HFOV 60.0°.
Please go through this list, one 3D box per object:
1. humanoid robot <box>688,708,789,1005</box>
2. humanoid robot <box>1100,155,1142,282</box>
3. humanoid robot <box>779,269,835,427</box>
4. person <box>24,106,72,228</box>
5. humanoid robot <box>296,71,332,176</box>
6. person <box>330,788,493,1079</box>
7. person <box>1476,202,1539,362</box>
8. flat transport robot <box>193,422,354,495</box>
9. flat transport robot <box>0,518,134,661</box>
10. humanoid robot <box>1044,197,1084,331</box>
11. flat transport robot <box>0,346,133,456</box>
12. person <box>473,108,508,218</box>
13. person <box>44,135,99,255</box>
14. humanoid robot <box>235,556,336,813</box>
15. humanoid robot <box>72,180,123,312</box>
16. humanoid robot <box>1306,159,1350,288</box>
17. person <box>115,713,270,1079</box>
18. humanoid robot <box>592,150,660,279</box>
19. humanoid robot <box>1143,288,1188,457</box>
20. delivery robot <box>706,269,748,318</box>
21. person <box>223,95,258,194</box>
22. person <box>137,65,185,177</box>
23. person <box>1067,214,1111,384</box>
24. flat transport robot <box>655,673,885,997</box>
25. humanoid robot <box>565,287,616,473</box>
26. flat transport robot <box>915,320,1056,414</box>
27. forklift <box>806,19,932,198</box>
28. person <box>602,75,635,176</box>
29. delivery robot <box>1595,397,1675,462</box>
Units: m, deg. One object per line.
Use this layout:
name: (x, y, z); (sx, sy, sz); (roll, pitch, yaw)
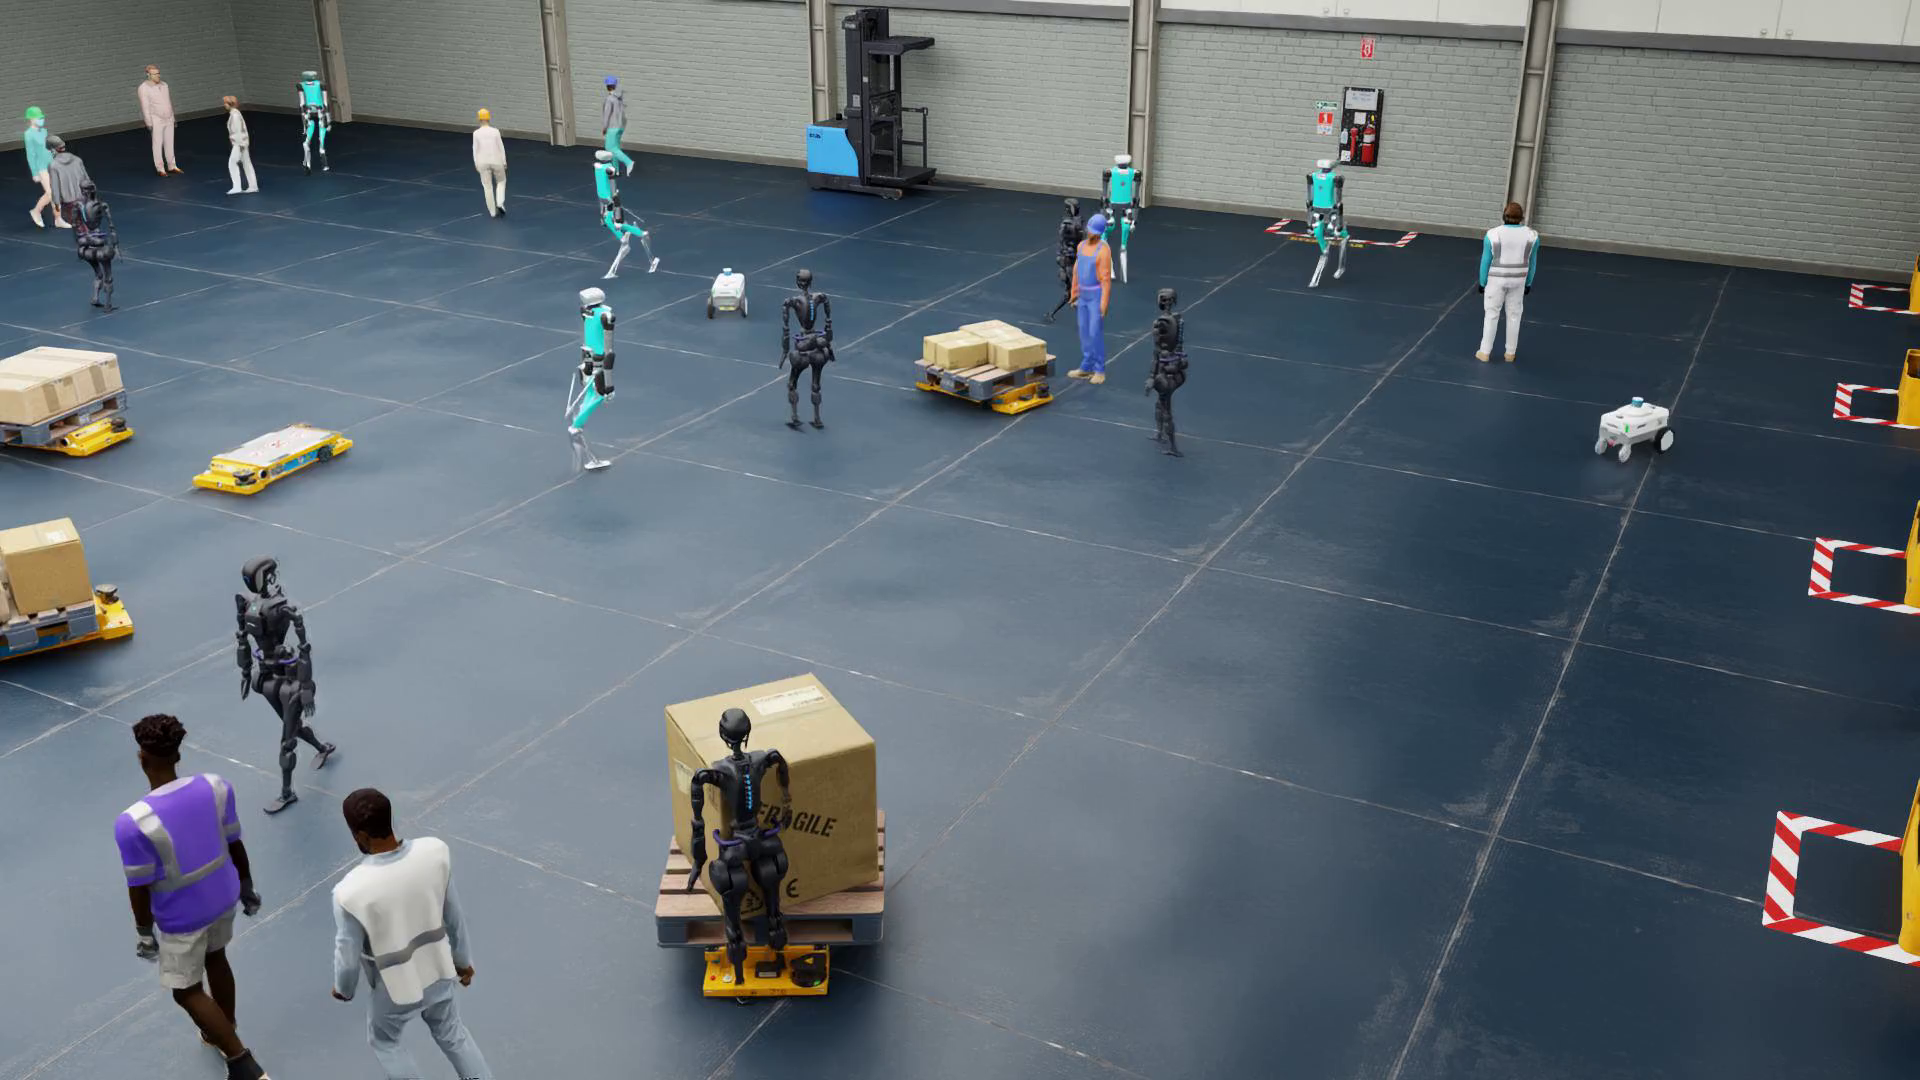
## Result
humanoid robot: (-1.117, 1.619, 8.591); (0.599, 1.657, 0.315); (-12, 26, -25)
humanoid robot: (2.101, -4.288, 22.400); (0.537, 1.874, 0.733); (-3, 23, -6)
humanoid robot: (-1.552, -1.949, 16.903); (0.611, 1.648, 0.347); (-14, 27, -29)
person: (-13.970, -5.657, 25.325); (0.485, 1.860, 0.529); (2, 23, 4)
humanoid robot: (-11.494, -7.336, 29.427); (0.555, 1.786, 0.926); (0, 23, 0)
person: (-2.487, 1.985, 7.524); (0.505, 1.875, 0.616); (15, 27, 31)
person: (6.240, -2.947, 19.033); (0.626, 1.844, 0.429); (2, 23, 4)
flat transport robot: (-6.597, -0.795, 16.012); (0.659, 0.231, 1.431); (9, 25, 20)
flat transport robot: (-7.111, 0.675, 12.591); (1.431, 0.231, 0.659); (-15, 28, -32)
humanoid robot: (1.357, -3.374, 20.327); (0.794, 1.644, 0.615); (15, 27, 31)
flat transport robot: (-9.149, -1.088, 16.695); (1.431, 0.231, 0.659); (7, 24, 15)
person: (-7.377, -5.923, 26.145); (0.508, 1.681, 0.390); (-5, 24, -11)
person: (-12.543, -4.854, 23.555); (0.507, 1.774, 0.581); (19, 30, 38)
humanoid robot: (-4.261, 0.841, 10.483); (0.600, 1.639, 0.762); (9, 25, 20)
humanoid robot: (-10.917, -3.718, 21.037); (0.611, 1.635, 0.362); (3, 23, 6)
humanoid robot: (4.986, -4.247, 22.258); (0.540, 1.766, 1.059); (19, 30, 37)
person: (-3.607, 1.759, 7.988); (0.671, 1.921, 0.609); (10, 25, 23)
humanoid robot: (-4.513, -4.461, 22.733); (0.988, 1.772, 0.533); (-17, 29, -35)
humanoid robot: (1.988, -1.642, 16.217); (0.533, 1.640, 0.612); (16, 28, 32)
delivery robot: (-2.938, -3.148, 21.118); (0.499, 0.586, 0.765); (0, 23, -1)
person: (-12.151, -6.595, 27.790); (0.624, 1.617, 0.549); (-9, 25, -19)
person: (-14.036, -7.367, 29.241); (0.405, 1.906, 0.649); (8, 25, 19)
person: (1.455, -2.660, 18.314); (0.348, 1.884, 0.591); (-15, 27, -31)
flat transport robot: (-1.025, 2.055, 9.378); (0.659, 0.231, 1.431); (-1, 23, -1)
humanoid robot: (-3.577, -1.397, 15.700); (0.740, 1.901, 0.549); (-17, 29, -34)
flat transport robot: (0.263, -1.666, 18.040); (1.431, 0.231, 0.659); (20, 30, 39)
forklift: (-1.573, -7.292, 27.850); (1.873, 2.768, 1.129); (12, 26, 25)
person: (-6.005, -7.219, 29.069); (0.617, 1.758, 0.553); (6, 24, 15)
delivery robot: (6.650, -1.107, 16.398); (0.814, 0.611, 0.499); (-15, 28, -31)
